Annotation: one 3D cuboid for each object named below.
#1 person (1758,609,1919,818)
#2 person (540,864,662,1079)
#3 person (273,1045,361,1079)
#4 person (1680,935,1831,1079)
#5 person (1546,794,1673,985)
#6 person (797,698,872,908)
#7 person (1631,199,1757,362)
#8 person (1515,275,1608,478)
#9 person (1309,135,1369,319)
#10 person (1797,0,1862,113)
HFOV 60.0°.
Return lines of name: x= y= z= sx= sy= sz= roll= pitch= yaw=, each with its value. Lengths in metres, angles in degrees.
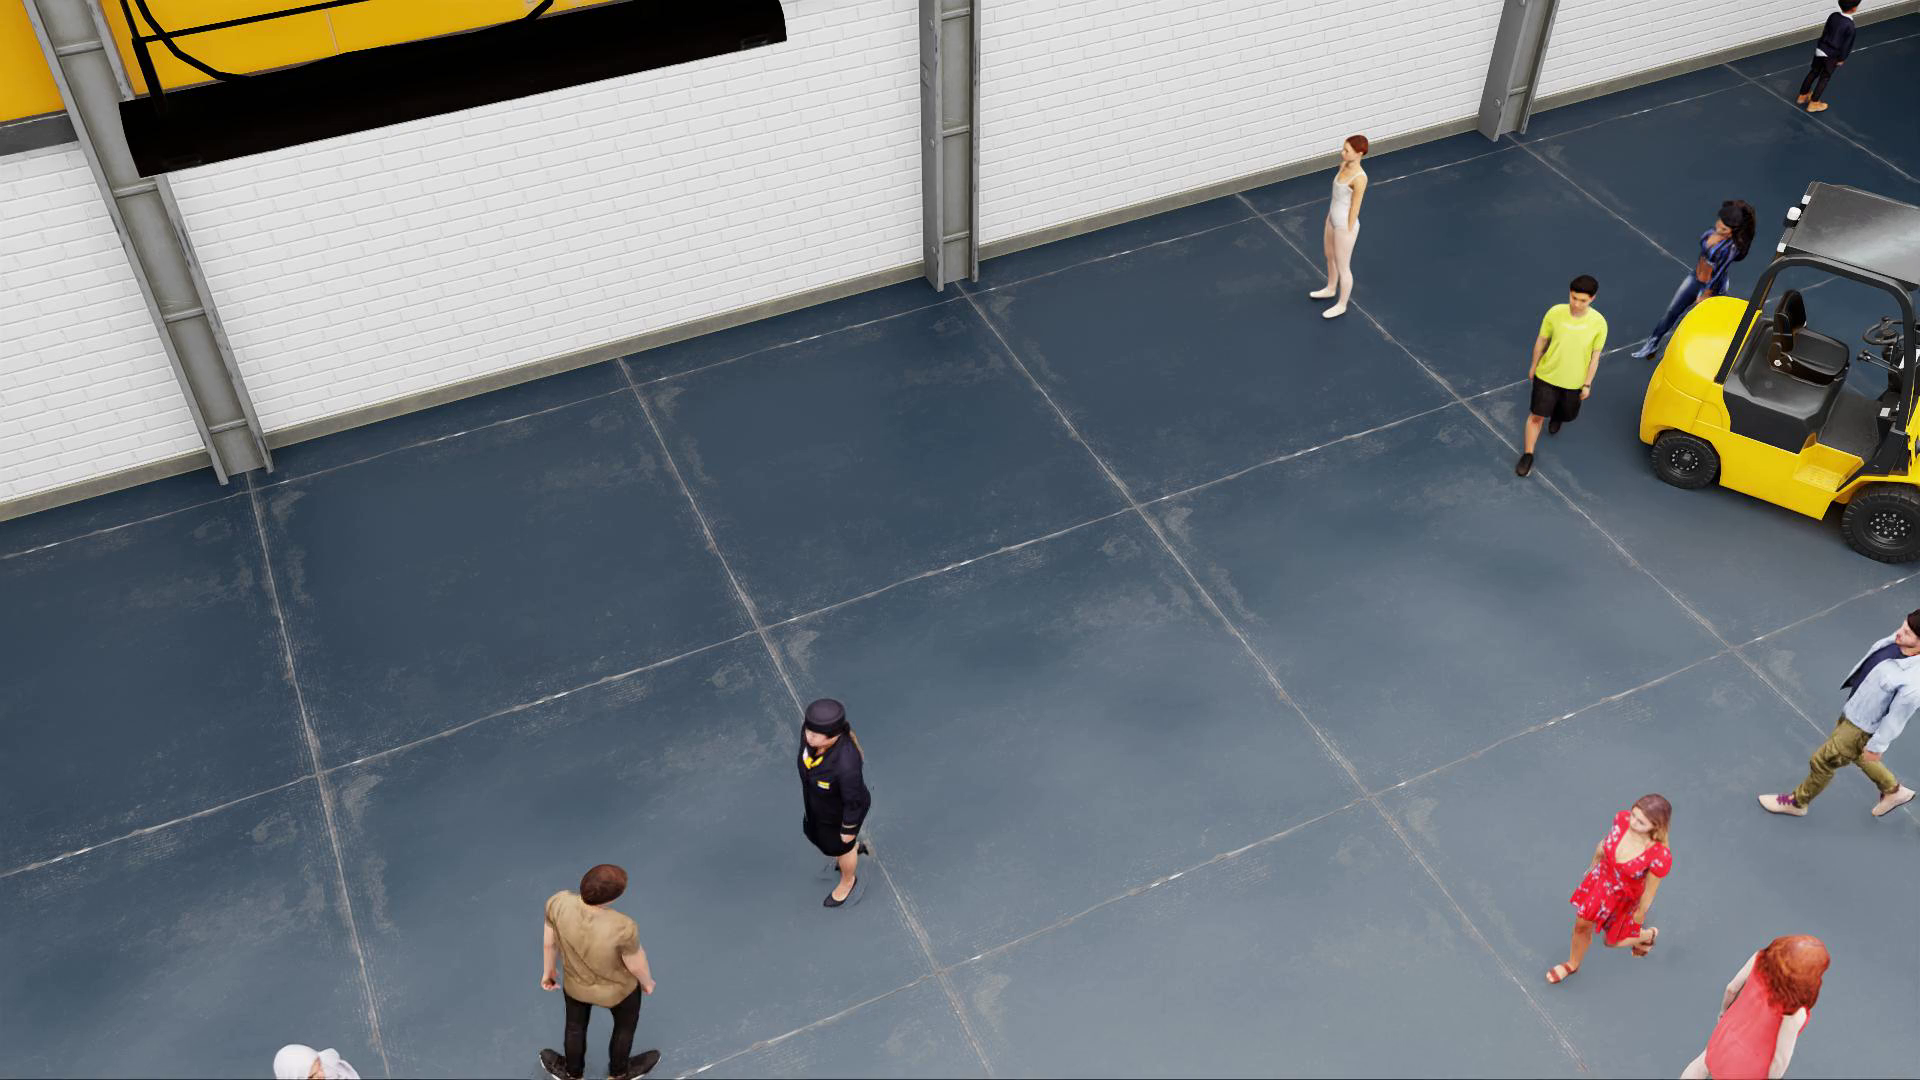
person: x=5.423 y=1.068 z=9.808 sx=1.158 sy=1.792 sz=1.089 roll=12 pitch=45 yaw=13
person: x=-1.910 y=2.279 z=8.515 sx=0.898 sy=1.821 sz=1.004 roll=3 pitch=44 yaw=3
person: x=-2.926 y=2.900 z=7.896 sx=0.701 sy=1.775 sz=0.689 roll=5 pitch=44 yaw=5
person: x=3.894 y=2.515 z=8.264 sx=0.603 sy=1.826 sz=0.655 roll=-6 pitch=44 yaw=-7
person: x=3.657 y=1.901 z=9.090 sx=0.860 sy=1.575 sz=0.585 roll=-16 pitch=46 yaw=-16
person: x=-0.672 y=1.476 z=9.466 sx=0.723 sy=1.672 sz=0.761 roll=-27 pitch=50 yaw=-25
person: x=5.987 y=-2.014 z=13.185 sx=0.924 sy=1.595 sz=0.783 roll=-3 pitch=44 yaw=-3
person: x=4.482 y=-1.271 z=12.340 sx=0.987 sy=1.686 sz=1.060 roll=16 pitch=46 yaw=16
person: x=3.180 y=-2.623 z=13.792 sx=0.523 sy=1.641 sz=0.580 roll=-9 pitch=44 yaw=-10
person: x=8.605 y=-4.851 z=16.436 sx=0.499 sy=1.219 sz=0.530 roll=-11 pitch=45 yaw=-11
